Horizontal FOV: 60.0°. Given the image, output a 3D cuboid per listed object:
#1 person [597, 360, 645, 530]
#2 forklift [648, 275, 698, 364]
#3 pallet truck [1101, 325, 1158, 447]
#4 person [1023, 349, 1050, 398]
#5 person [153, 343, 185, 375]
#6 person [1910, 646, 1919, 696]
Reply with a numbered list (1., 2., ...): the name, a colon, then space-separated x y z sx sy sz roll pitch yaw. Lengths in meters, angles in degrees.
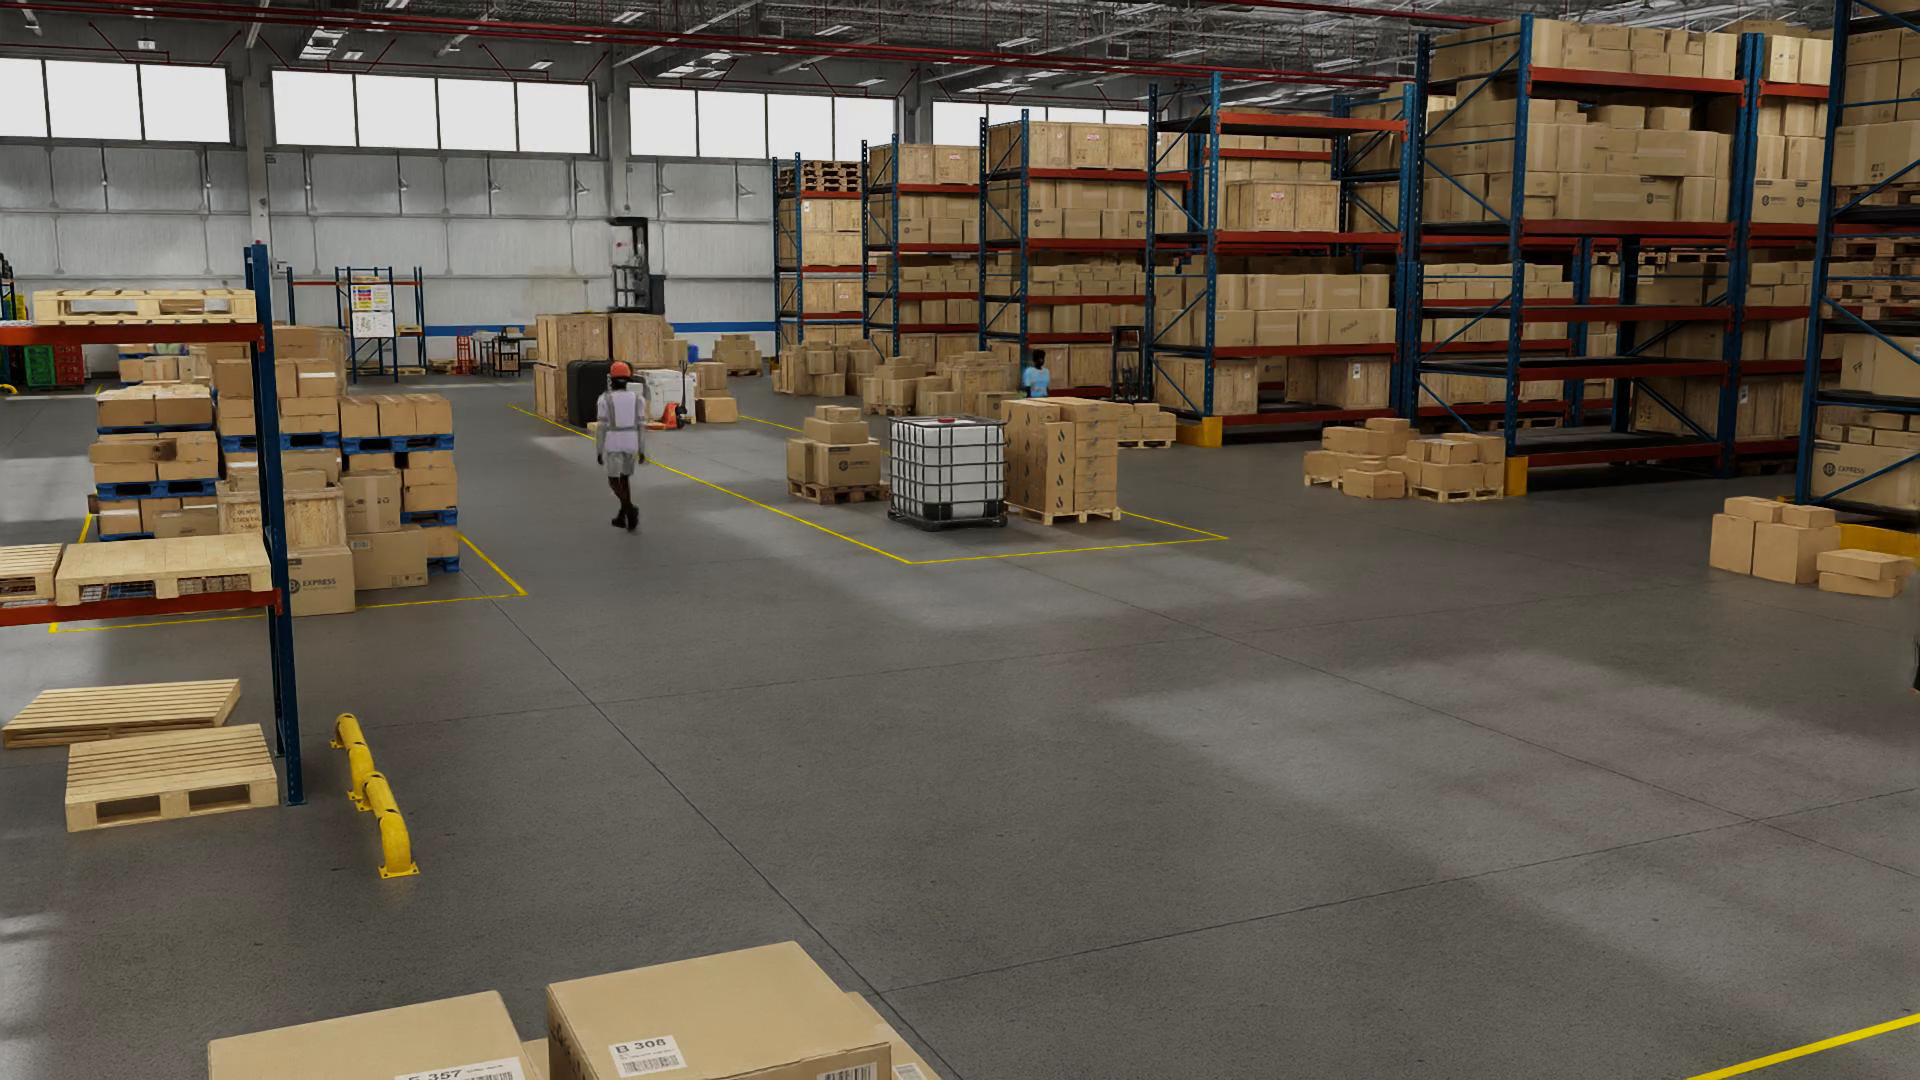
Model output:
1. person: -3.764 -1.050 18.601 0.552 1.913 0.776 -6 11 -32
2. forklift: -7.494 -5.146 41.016 1.873 2.768 1.129 -4 10 -25
3. pallet truck: 2.881 -2.596 27.923 0.823 1.965 1.885 -1 9 -7
4. person: 1.212 -2.250 26.808 0.531 1.665 0.823 -5 11 -30
5. person: -16.023 -3.468 33.697 0.623 1.871 0.988 -3 10 -17
6. person: 6.697 0.141 11.092 0.653 1.951 0.538 -7 11 -36
